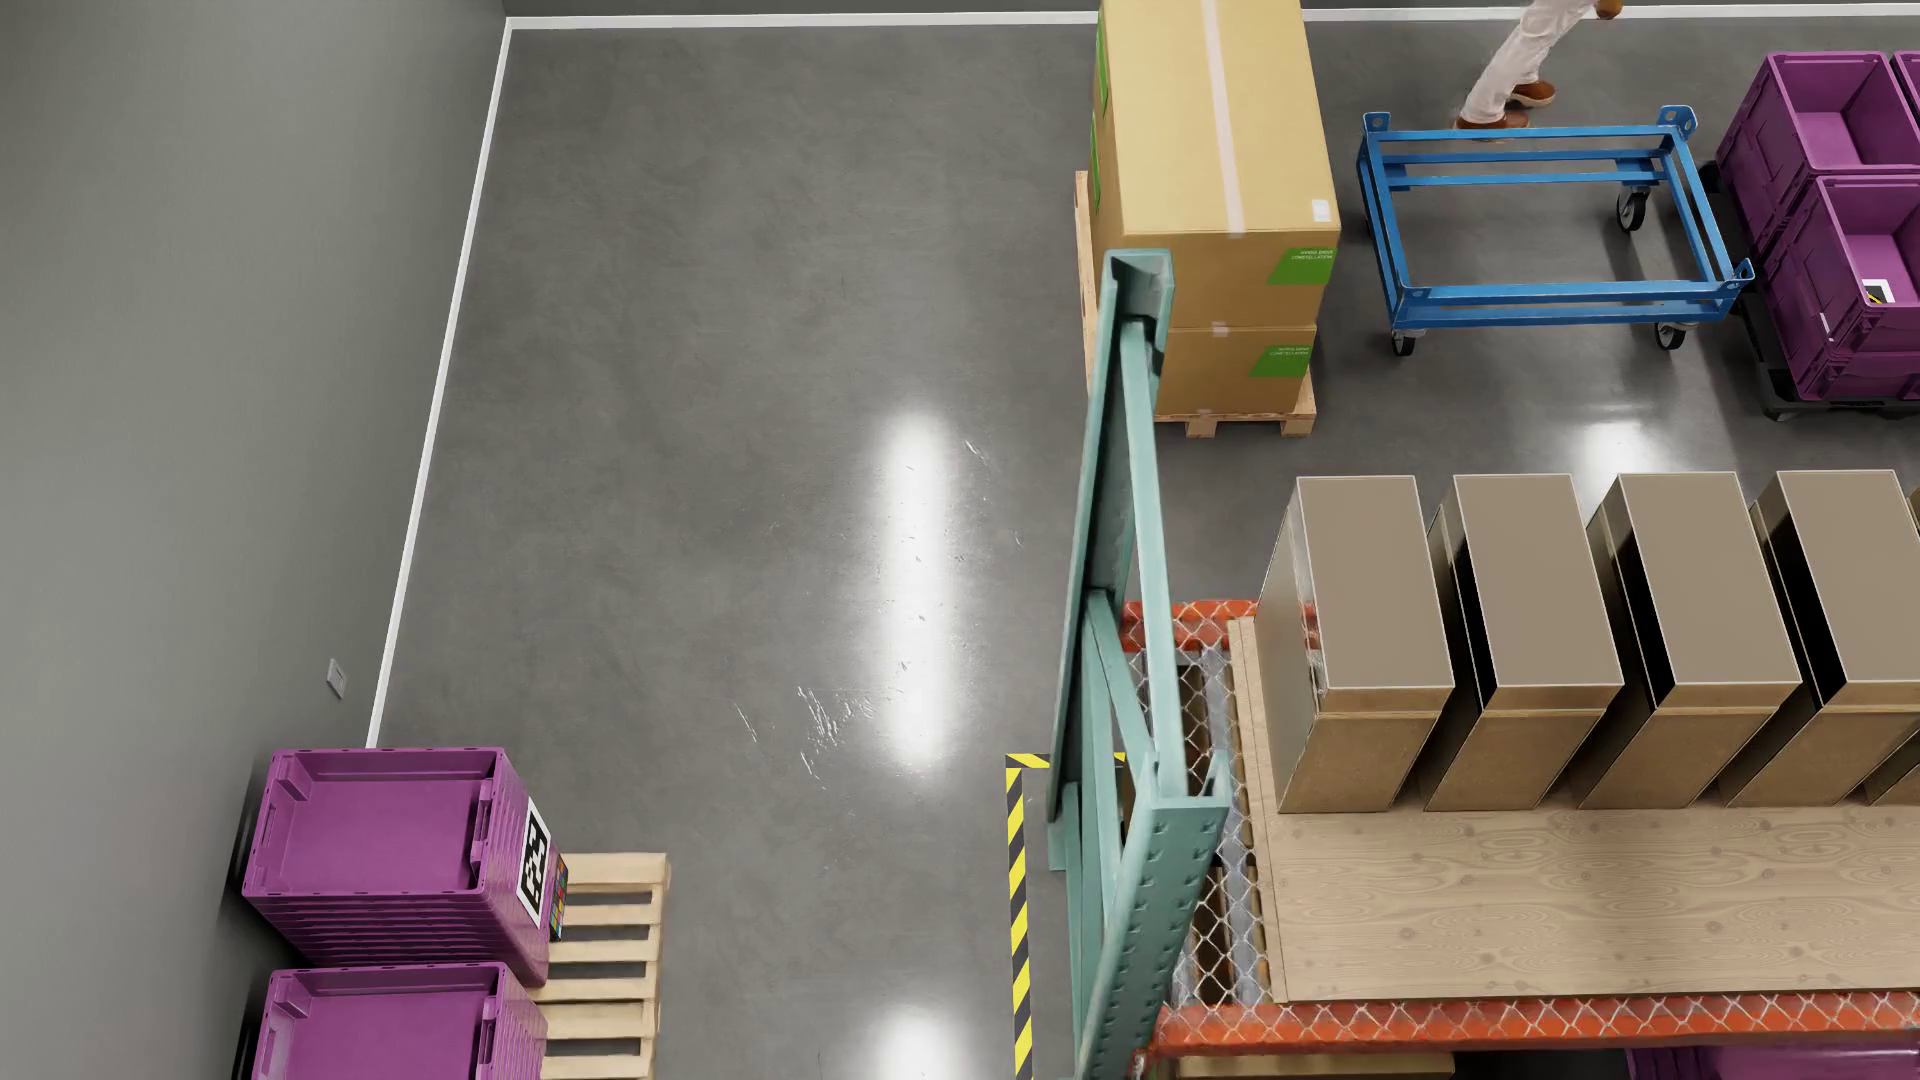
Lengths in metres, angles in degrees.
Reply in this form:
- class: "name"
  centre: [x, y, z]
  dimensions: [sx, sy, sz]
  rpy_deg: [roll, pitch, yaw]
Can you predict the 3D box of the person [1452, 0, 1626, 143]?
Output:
- class: "person"
  centre: [2.291, -2.224, 6.052]
  dimensions: [0.584, 1.957, 0.639]
  rpy_deg: [-2, 58, -1]
